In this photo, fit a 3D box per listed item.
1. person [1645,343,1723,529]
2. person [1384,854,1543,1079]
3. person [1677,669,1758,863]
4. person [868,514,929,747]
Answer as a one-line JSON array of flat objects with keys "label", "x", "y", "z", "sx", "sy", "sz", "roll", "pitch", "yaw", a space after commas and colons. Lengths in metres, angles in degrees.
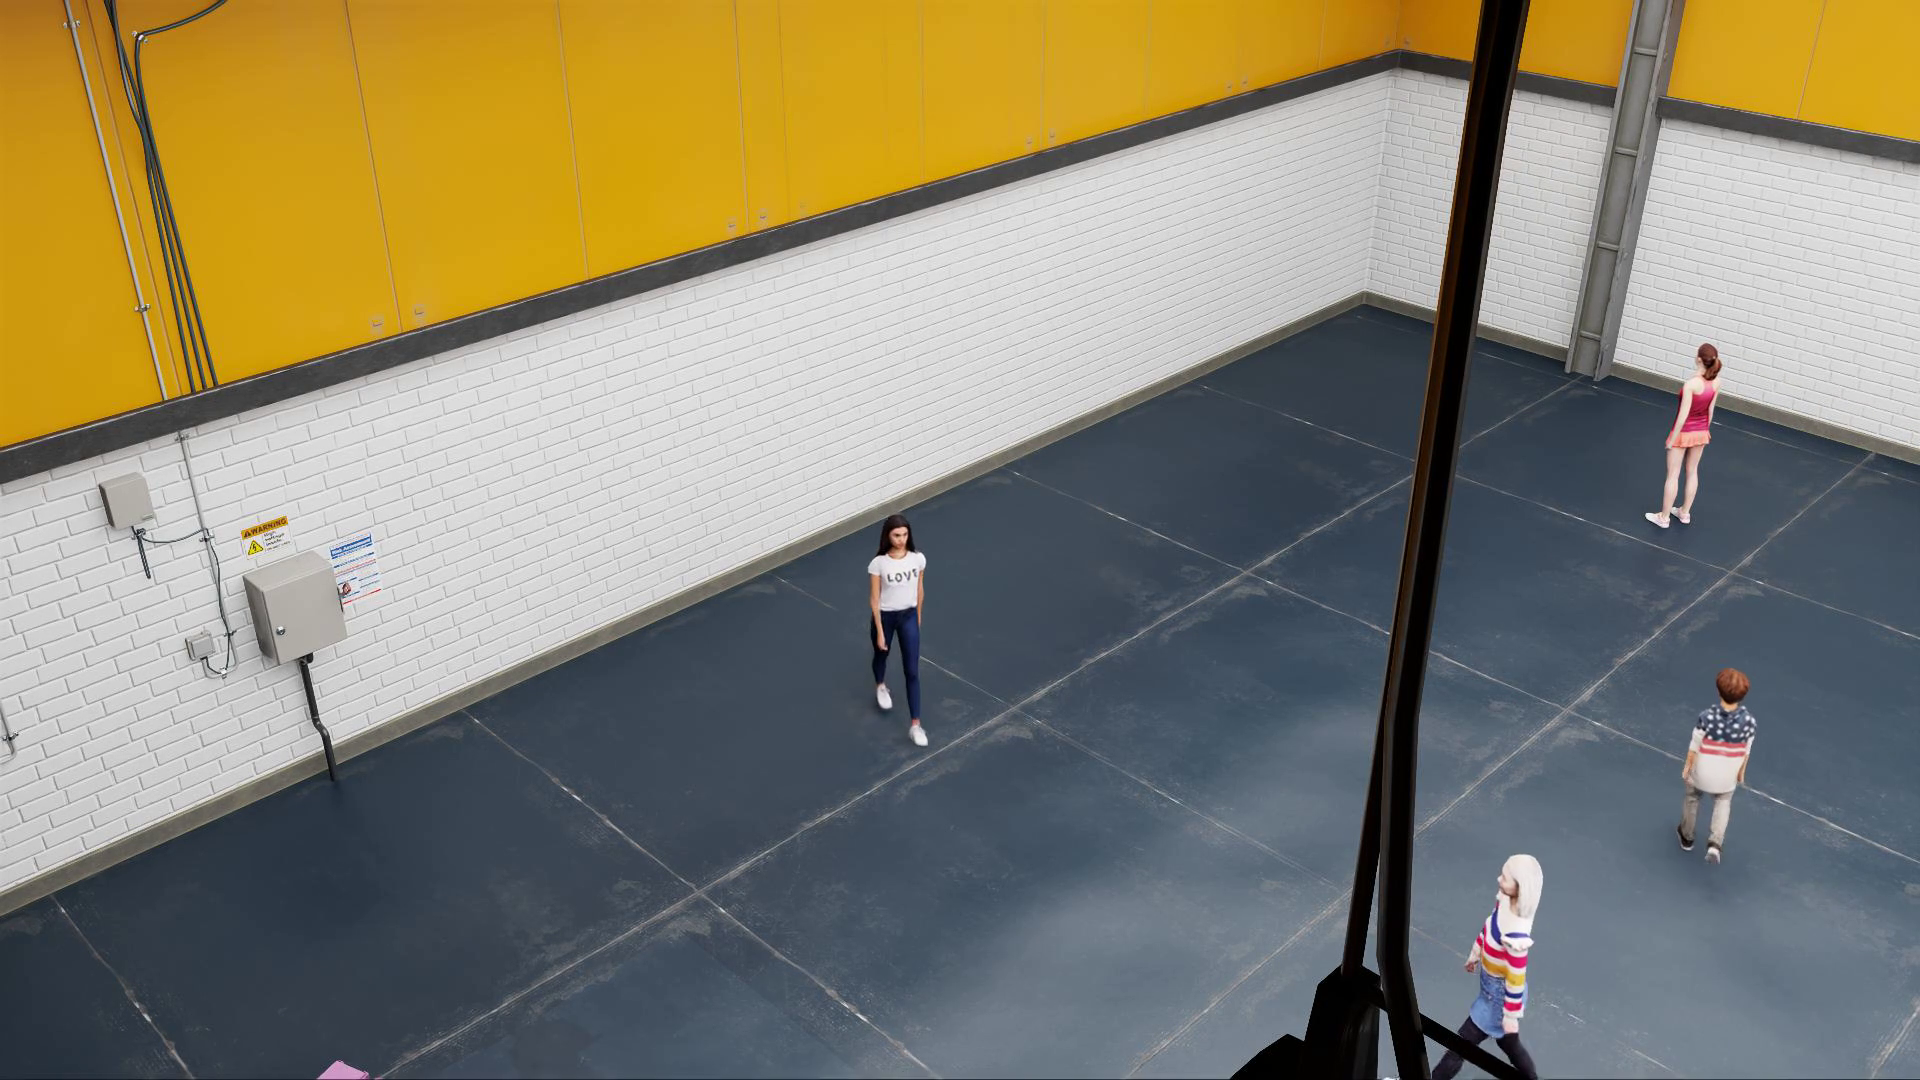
[{"label": "person", "x": 6.557, "y": -0.948, "z": 14.958, "sx": 0.655, "sy": 1.754, "sz": 0.683, "roll": -10, "pitch": 30, "yaw": -17}, {"label": "person", "x": 2.944, "y": 2.415, "z": 8.788, "sx": 1.232, "sy": 1.759, "sz": 1.033, "roll": 7, "pitch": 29, "yaw": 13}, {"label": "person", "x": 4.930, "y": 1.492, "z": 10.821, "sx": 0.787, "sy": 1.432, "sz": 0.801, "roll": 6, "pitch": 29, "yaw": 11}, {"label": "person", "x": -0.512, "y": 0.585, "z": 12.175, "sx": 0.942, "sy": 1.727, "sz": 1.199, "roll": -9, "pitch": 30, "yaw": -15}]
